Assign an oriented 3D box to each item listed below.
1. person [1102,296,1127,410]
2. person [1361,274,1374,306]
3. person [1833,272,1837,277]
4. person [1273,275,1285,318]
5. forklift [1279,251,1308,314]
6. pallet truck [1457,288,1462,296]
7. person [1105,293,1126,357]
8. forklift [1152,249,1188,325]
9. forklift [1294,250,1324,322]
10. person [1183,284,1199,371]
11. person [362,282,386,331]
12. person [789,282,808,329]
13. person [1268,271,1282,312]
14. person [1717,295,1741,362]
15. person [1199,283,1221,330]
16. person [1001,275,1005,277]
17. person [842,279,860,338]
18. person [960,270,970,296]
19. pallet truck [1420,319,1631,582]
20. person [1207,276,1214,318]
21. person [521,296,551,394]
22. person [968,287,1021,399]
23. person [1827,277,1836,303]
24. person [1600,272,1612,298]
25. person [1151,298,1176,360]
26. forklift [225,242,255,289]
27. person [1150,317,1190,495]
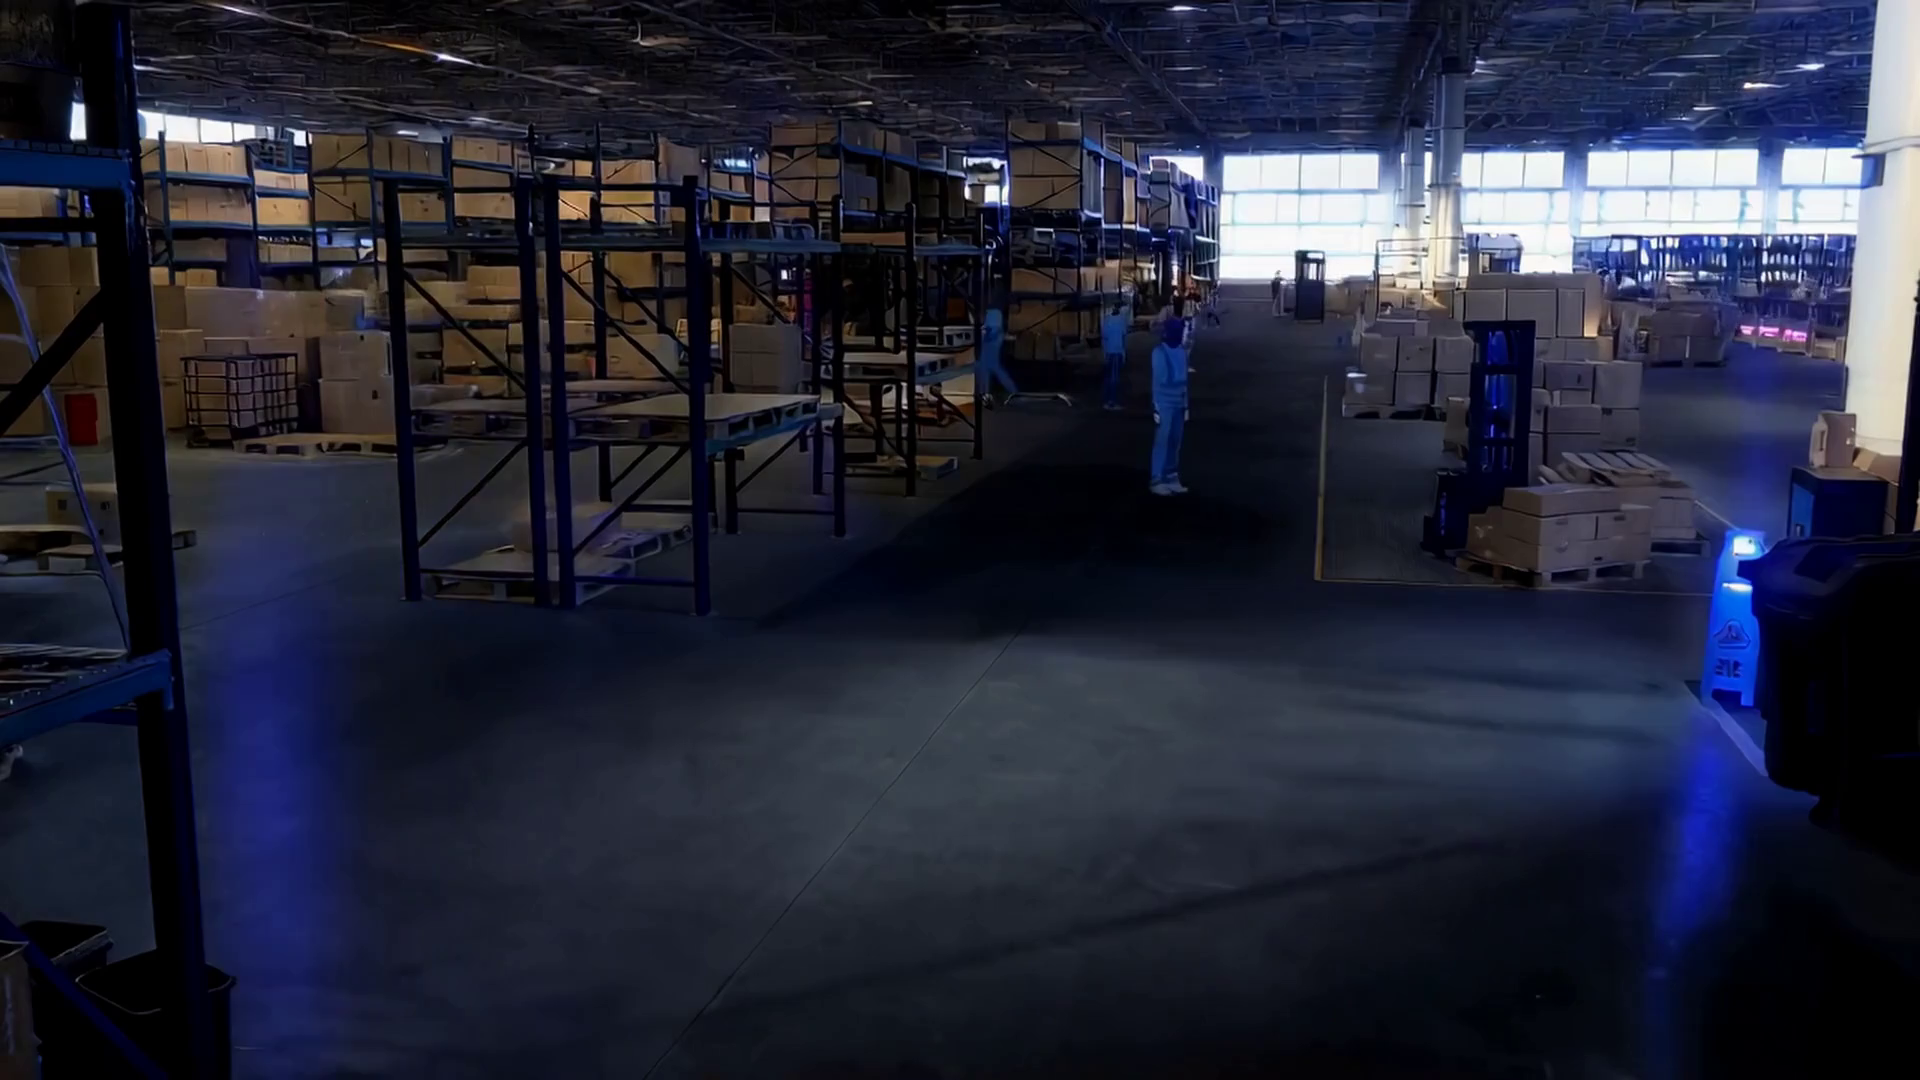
[{"bbox_3d":[2.555,-3.074,27.396,0.319,1.870,0.521,9,13,44],"label":"person"},{"bbox_3d":[15.407,-9.083,62.828,0.401,1.919,0.563,-7,12,-37],"label":"person"},{"bbox_3d":[42.293,-12.006,80.357,0.389,1.846,0.565,0,10,2],"label":"person"},{"bbox_3d":[13.457,-10.276,70.207,0.403,1.822,0.591,-5,11,-26],"label":"person"},{"bbox_3d":[15.164,-11.434,73.916,1.873,2.768,1.129,4,10,21],"label":"forklift"},{"bbox_3d":[20.506,-9.785,68.819,0.653,1.274,1.630,2,10,12],"label":"pallet truck"},{"bbox_3d":[3.757,-5.114,40.076,0.562,1.652,0.666,6,11,32],"label":"person"},{"bbox_3d":[7.646,-9.320,61.395,1.873,2.768,1.129,2,10,11],"label":"forklift"},{"bbox_3d":[13.778,-10.002,65.433,1.129,2.768,1.873,2,10,12],"label":"forklift"},{"bbox_3d":[5.111,-4.701,36.831,0.373,1.935,0.552,2,10,11],"label":"person"},{"bbox_3d":[-14.662,-5.507,41.697,0.589,1.911,0.393,-5,11,-26],"label":"person"},{"bbox_3d":[-4.846,-6.923,50.391,0.640,1.805,0.859,2,10,14],"label":"person"},{"bbox_3d":[14.801,-11.597,77.645,1.015,1.951,0.636,-4,10,-20],"label":"person"},{"bbox_3d":[18.536,-5.096,40.118,0.509,1.618,0.420,2,10,11],"label":"person"},{"bbox_3d":[8.834,-8.210,58.487,0.837,1.652,0.530,-1,10,-9],"label":"person"},{"bbox_3d":[2.652,-14.805,97.063,0.647,1.805,0.495,5,11,27],"label":"person"},{"bbox_3d":[-2.815,-5.524,41.585,0.610,1.985,0.409,-3,10,-18],"label":"person"},{"bbox_3d":[0.246,-12.545,83.279,0.543,1.939,0.360,-2,10,-13],"label":"person"},{"bbox_3d":[4.543,-0.757,13.299,0.823,1.965,1.885,-4,10,-22],"label":"pallet truck"},{"bbox_3d":[10.510,-10.189,69.844,0.329,1.765,0.526,4,10,22],"label":"person"},{"bbox_3d":[-6.394,-2.733,25.223,0.446,1.918,0.632,3,10,16],"label":"person"},{"bbox_3d":[0.597,-3.421,28.949,0.869,2.000,0.688,1,10,6],"label":"person"},{"bbox_3d":[34.455,-9.497,65.738,0.307,1.770,0.525,-1,10,-6],"label":"person"},{"bbox_3d":[28.949,-11.032,74.442,0.646,1.904,0.821,-4,10,-24],"label":"person"},{"bbox_3d":[4.742,-4.793,38.364,0.823,1.605,0.523,9,13,41],"label":"person"},{"bbox_3d":[-15.410,-4.993,35.774,1.873,2.768,1.129,-7,12,-38],"label":"forklift"},{"bbox_3d":[2.217,-1.408,17.529,0.350,1.878,0.568,8,13,40],"label":"person"}]
